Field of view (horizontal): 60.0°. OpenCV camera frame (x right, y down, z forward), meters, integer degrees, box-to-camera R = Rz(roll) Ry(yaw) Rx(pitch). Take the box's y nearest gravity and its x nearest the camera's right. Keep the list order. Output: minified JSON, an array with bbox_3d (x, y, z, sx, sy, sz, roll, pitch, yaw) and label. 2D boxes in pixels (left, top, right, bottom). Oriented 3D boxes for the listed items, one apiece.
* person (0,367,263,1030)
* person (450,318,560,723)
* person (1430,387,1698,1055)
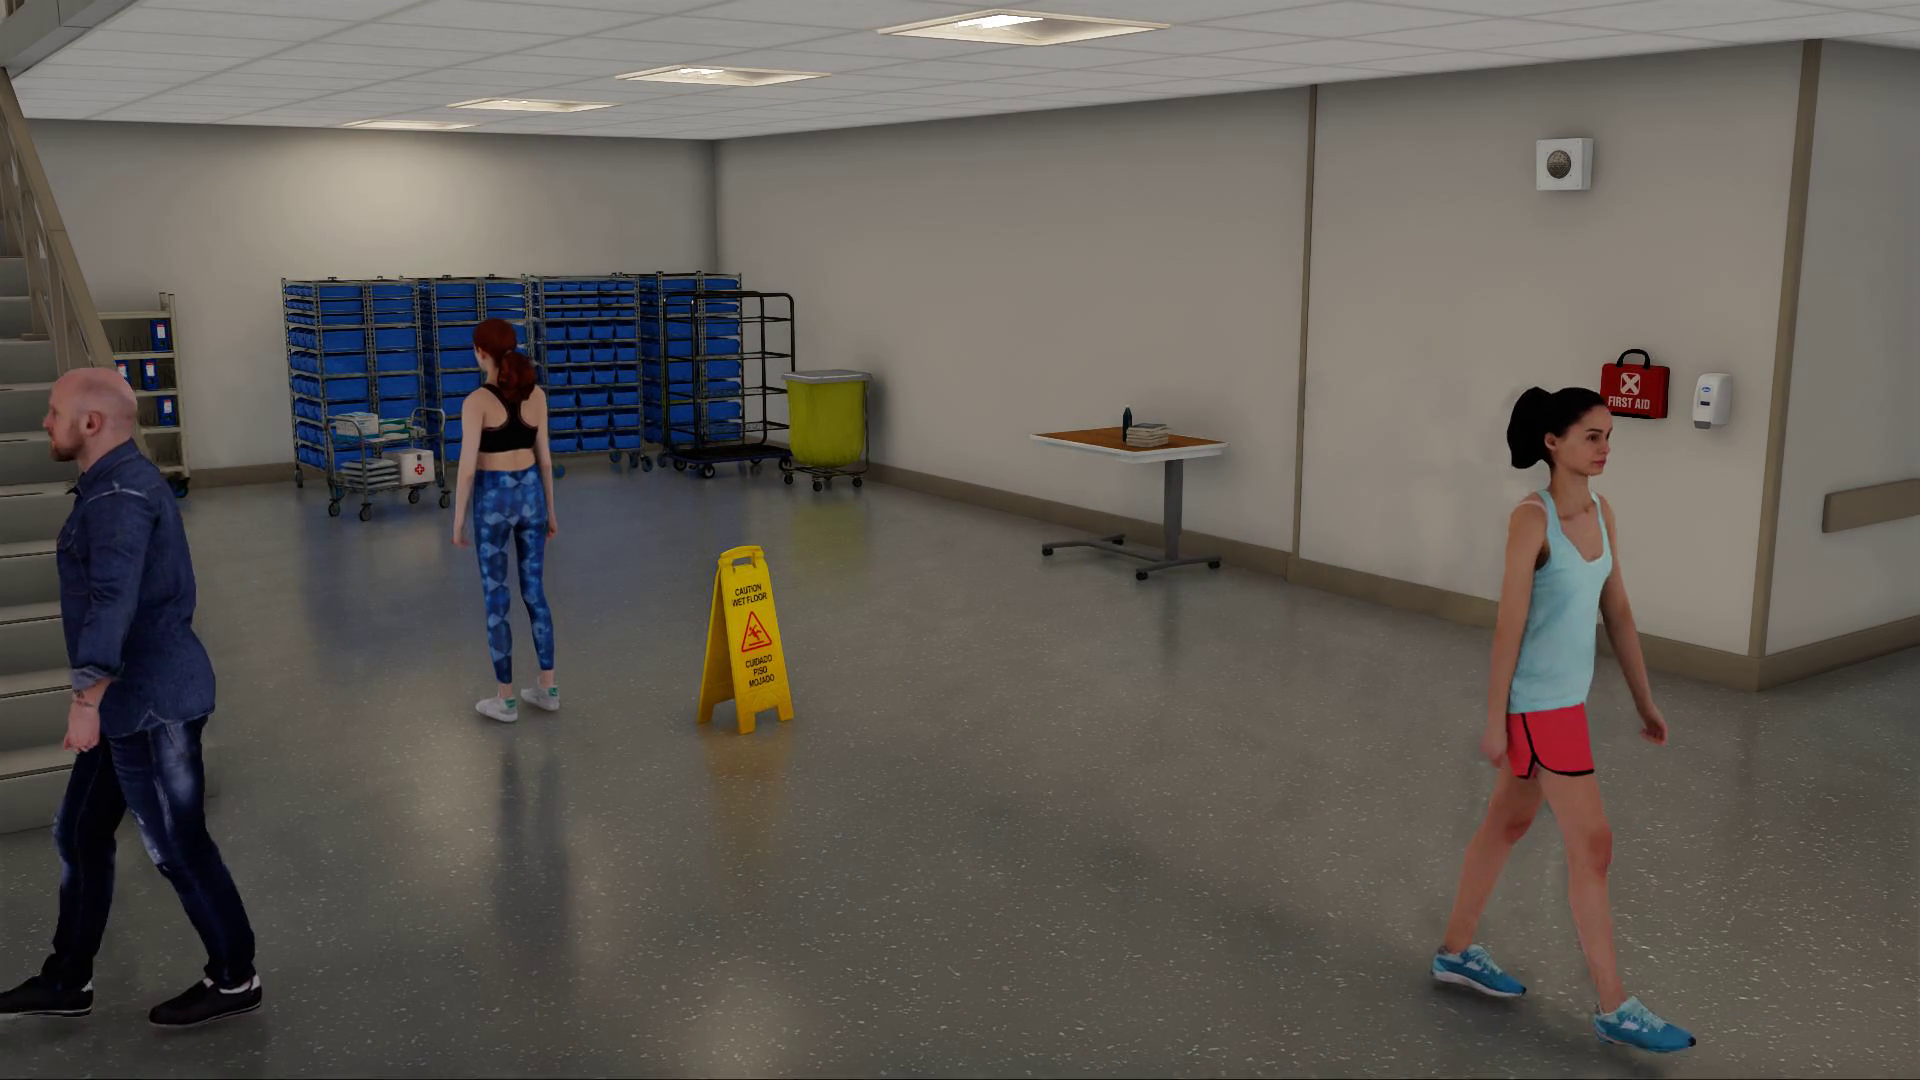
[{"bbox_3d":[-2.108,0.452,4.460,0.888,1.800,0.928,-5,12,-26],"label":"person"},{"bbox_3d":[-1.954,-0.074,7.277,0.651,1.784,0.697,-10,15,-42],"label":"person"},{"bbox_3d":[1.532,0.462,4.584,1.044,1.735,0.670,10,15,44],"label":"person"}]
